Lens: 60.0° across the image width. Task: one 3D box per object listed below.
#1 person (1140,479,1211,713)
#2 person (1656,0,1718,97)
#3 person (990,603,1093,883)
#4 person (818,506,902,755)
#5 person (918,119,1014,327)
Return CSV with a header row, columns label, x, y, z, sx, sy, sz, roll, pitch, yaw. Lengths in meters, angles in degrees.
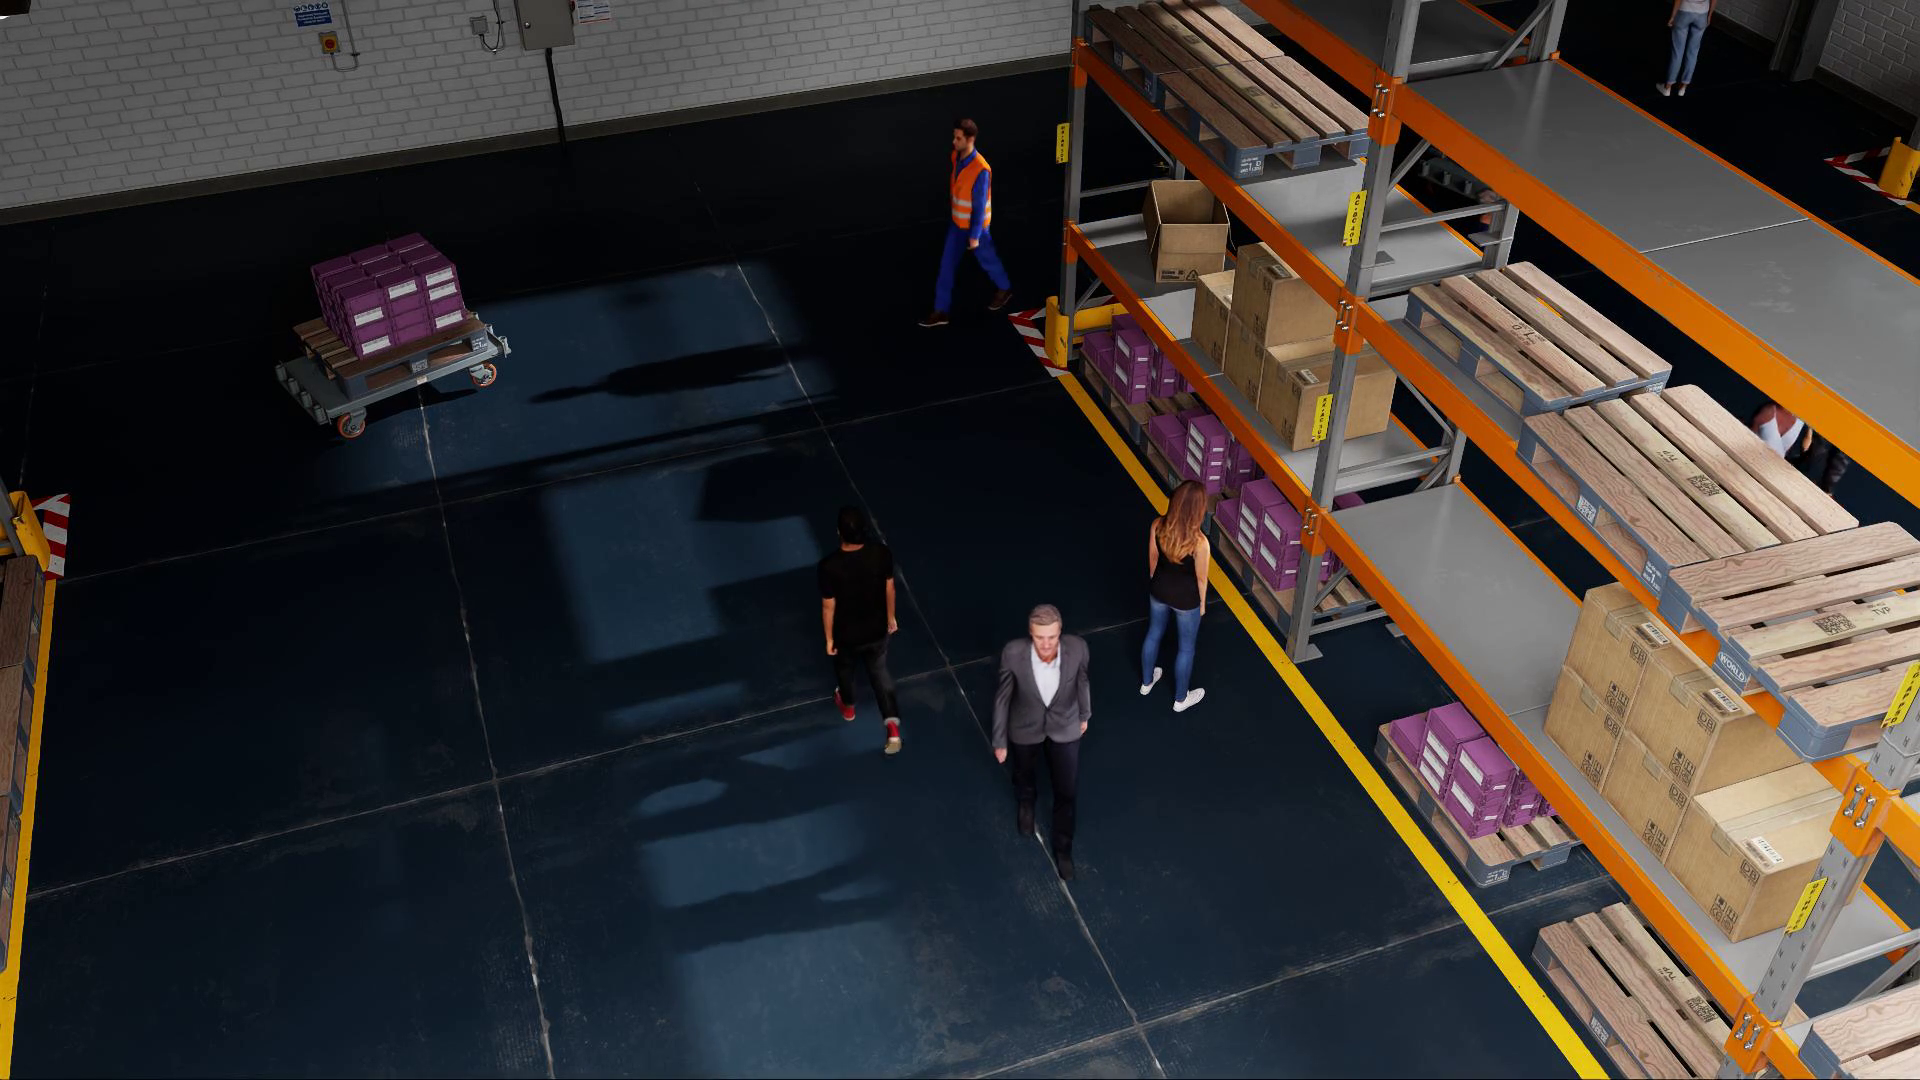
label,x,y,z,sx,sy,sz,roll,pitch,yaw
person,1.349,0.339,10.394,0.617,1.722,0.727,27,46,30
person,7.852,-5.616,17.849,0.700,1.724,0.680,2,39,2
person,0.461,1.003,9.485,0.910,1.817,1.052,-3,39,-3
person,-0.590,0.570,10.092,0.655,1.737,1.047,-15,41,-18
person,0.164,-2.690,14.105,1.041,1.824,1.250,-27,46,-29
